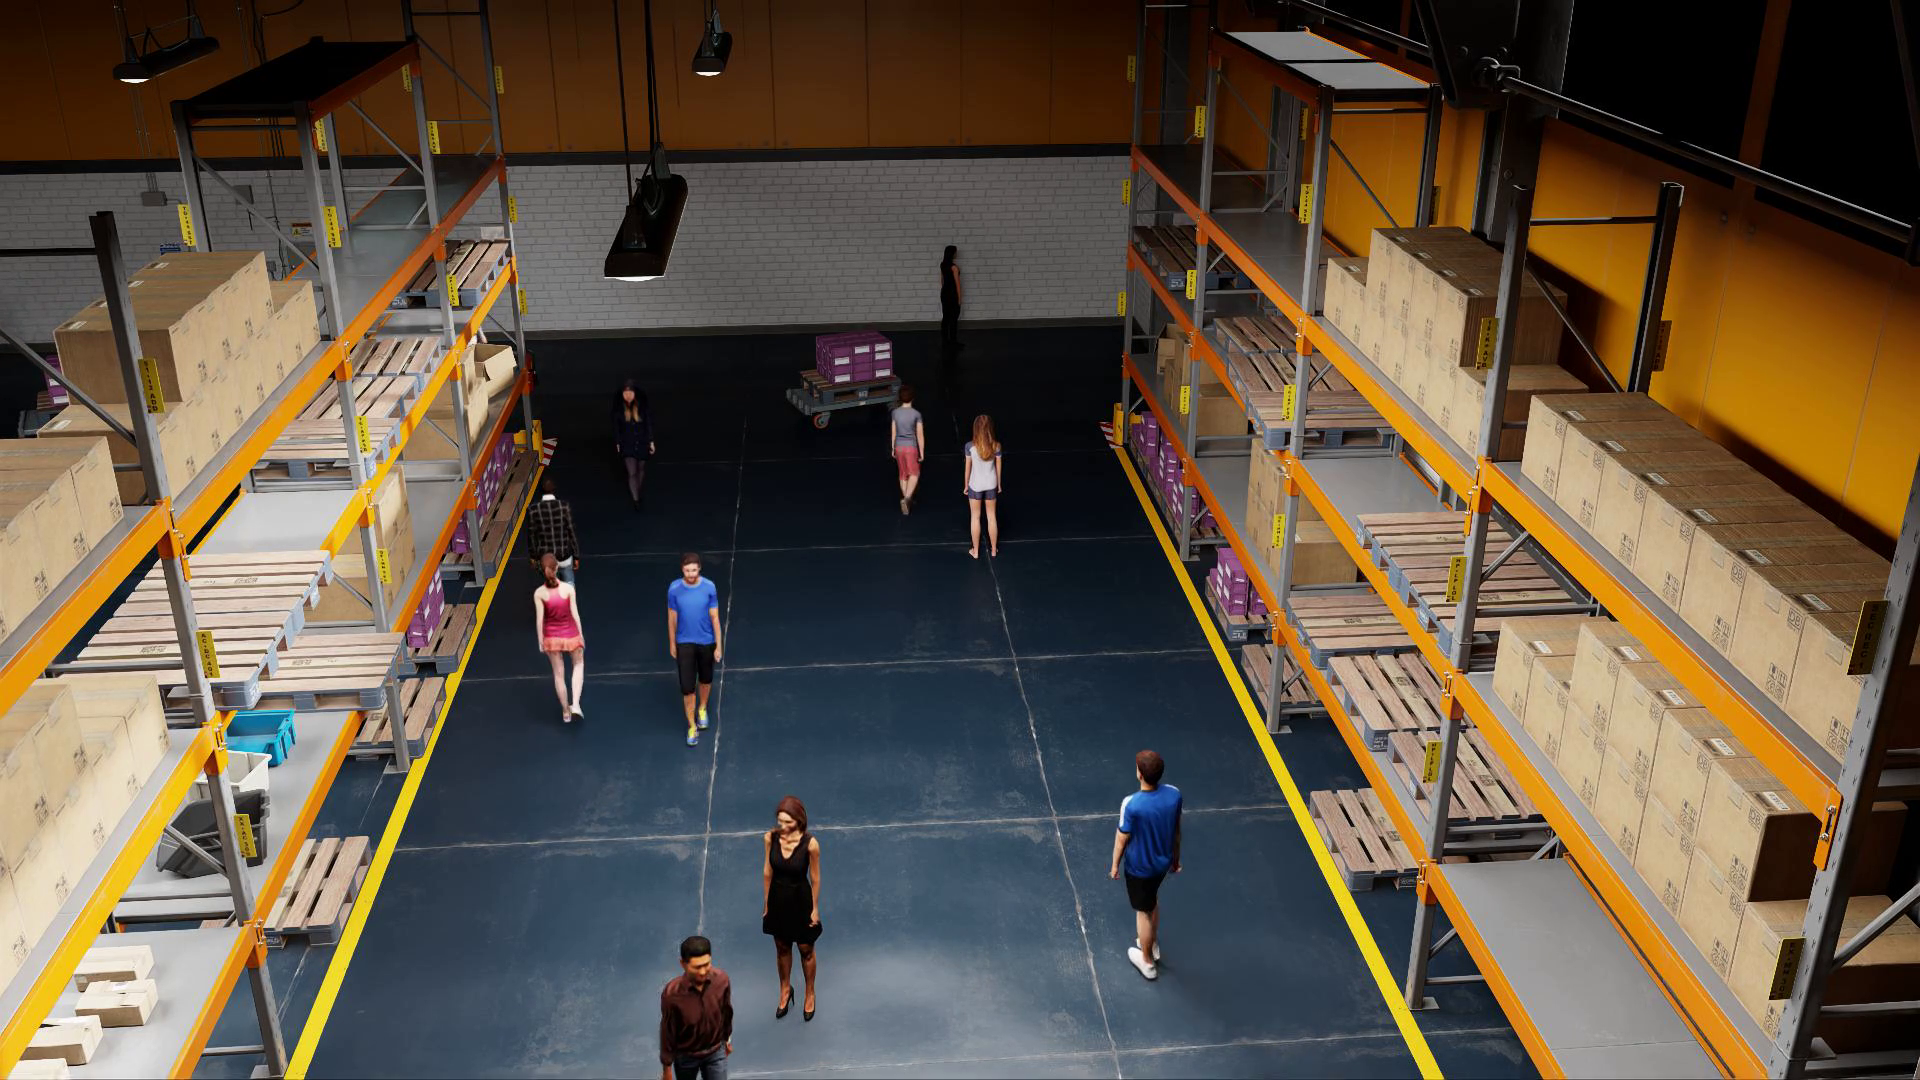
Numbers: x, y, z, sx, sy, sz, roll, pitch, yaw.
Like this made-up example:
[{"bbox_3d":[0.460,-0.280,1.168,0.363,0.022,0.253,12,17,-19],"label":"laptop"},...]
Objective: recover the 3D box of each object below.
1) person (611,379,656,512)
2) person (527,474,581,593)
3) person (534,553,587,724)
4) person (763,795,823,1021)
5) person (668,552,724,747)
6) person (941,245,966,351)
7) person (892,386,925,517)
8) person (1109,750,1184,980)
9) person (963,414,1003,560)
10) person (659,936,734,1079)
[{"bbox_3d":[-4.053,-1.216,20.760,0.830,1.628,1.129,-8,25,-17],"label":"person"},{"bbox_3d":[-4.215,0.216,17.261,0.740,1.807,0.802,-6,24,-14],"label":"person"},{"bbox_3d":[-3.745,0.963,15.628,0.627,1.745,0.741,-5,24,-11],"label":"person"},{"bbox_3d":[-1.178,2.604,11.763,0.643,1.835,0.623,5,24,12],"label":"person"},{"bbox_3d":[-2.480,0.921,15.601,0.692,1.845,0.939,-4,24,-10],"label":"person"},{"bbox_3d":[-0.151,-3.933,26.899,0.742,1.688,0.657,-18,30,-36],"label":"person"},{"bbox_3d":[-0.668,-1.068,20.413,0.791,1.635,1.008,6,24,14],"label":"person"},{"bbox_3d":[1.429,2.409,12.184,0.792,1.854,0.796,-12,26,-26],"label":"person"},{"bbox_3d":[0.265,-0.622,19.275,0.620,1.730,0.562,-4,24,-10],"label":"person"},{"bbox_3d":[-1.690,3.203,10.518,0.964,1.734,1.265,-11,26,-23],"label":"person"}]
